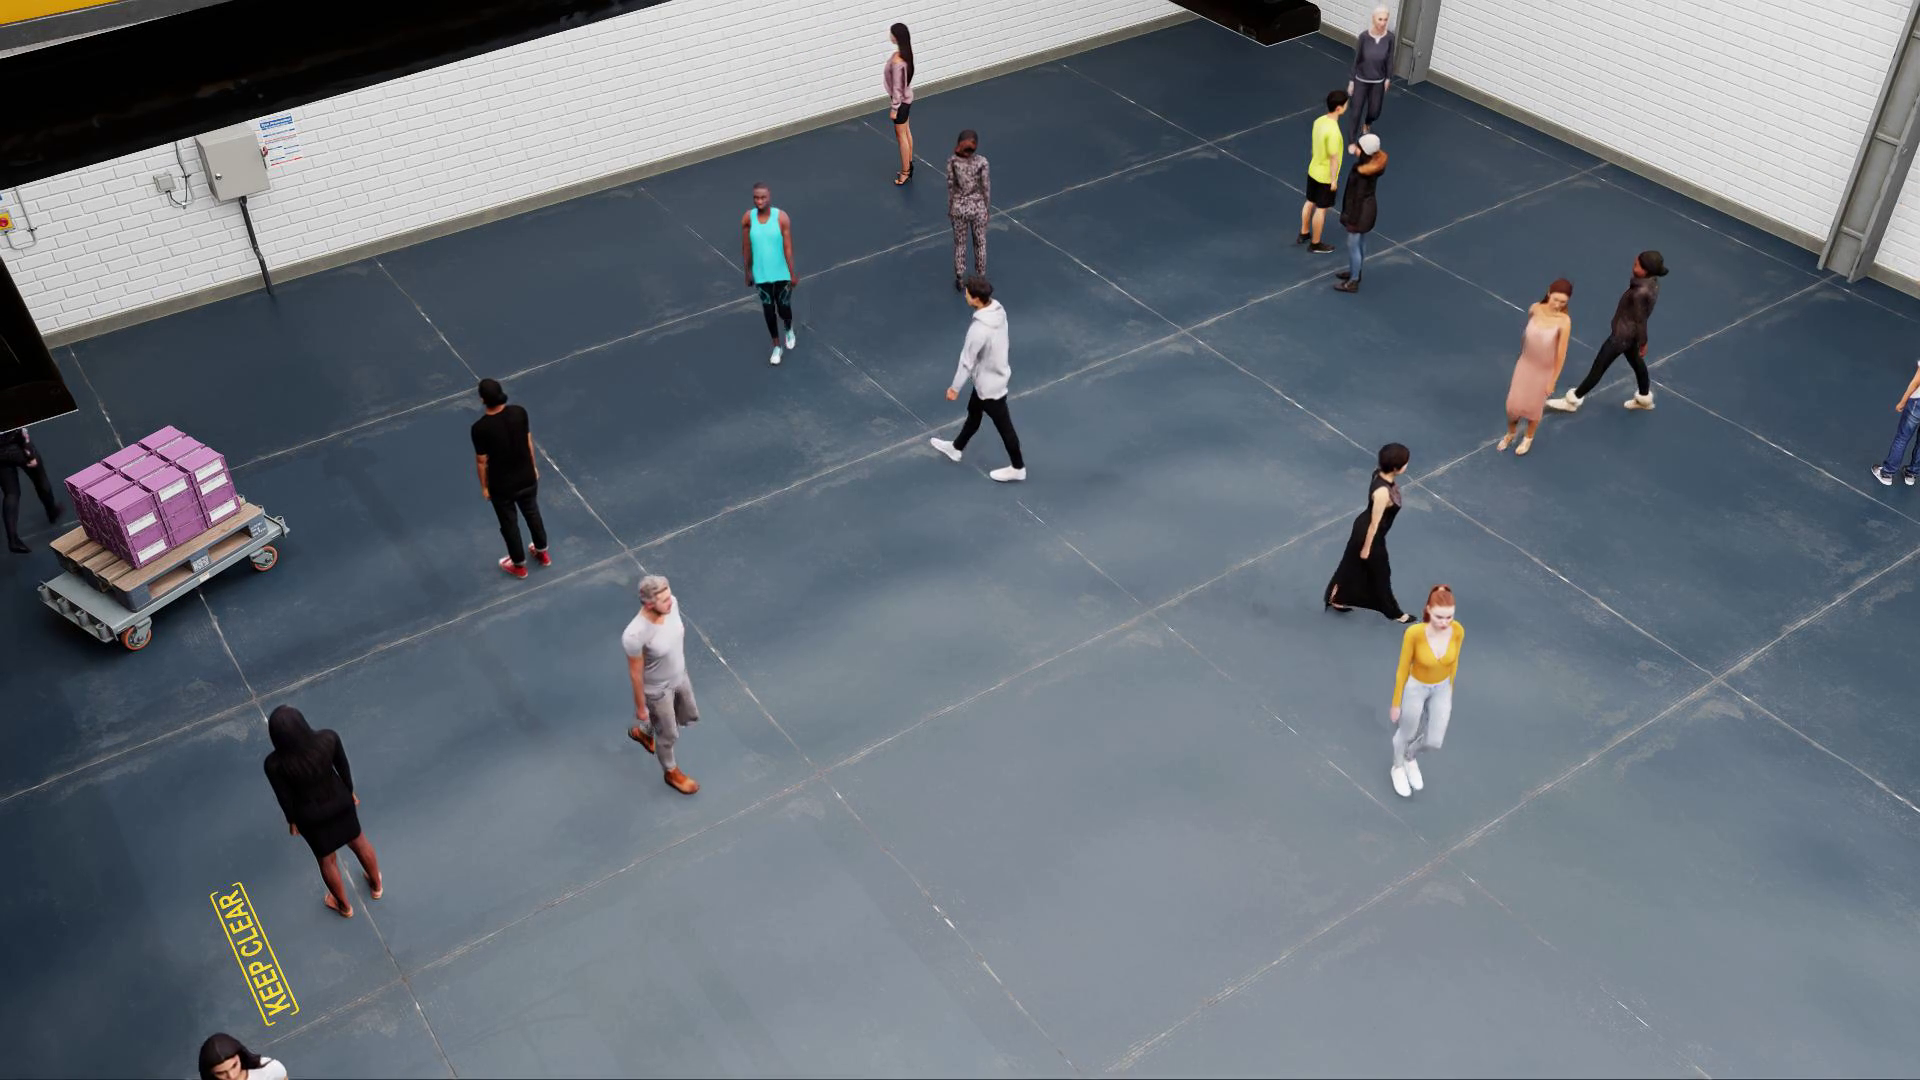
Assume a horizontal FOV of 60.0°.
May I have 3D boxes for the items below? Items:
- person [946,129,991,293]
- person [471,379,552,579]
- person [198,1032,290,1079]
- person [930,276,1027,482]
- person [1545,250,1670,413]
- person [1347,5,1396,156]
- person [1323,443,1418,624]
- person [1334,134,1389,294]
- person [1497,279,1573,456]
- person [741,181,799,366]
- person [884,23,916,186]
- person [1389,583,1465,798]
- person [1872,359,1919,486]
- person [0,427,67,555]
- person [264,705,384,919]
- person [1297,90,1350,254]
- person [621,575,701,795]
[{"bbox_3d":[0.082,-3.226,16.297,0.678,1.713,0.733,4,39,5],"label":"person"},{"bbox_3d":[-3.466,-0.479,12.823,0.640,1.755,0.574,-29,47,-32],"label":"person"},{"bbox_3d":[-3.573,3.026,8.453,0.731,1.732,1.149,-31,48,-33],"label":"person"},{"bbox_3d":[0.344,-1.286,13.738,1.238,1.876,1.125,7,39,9],"label":"person"},{"bbox_3d":[5.709,-1.836,14.601,1.221,1.657,0.987,25,45,28],"label":"person"},{"bbox_3d":[4.624,-5.253,18.837,0.838,1.711,0.899,4,39,5],"label":"person"},{"bbox_3d":[2.979,-0.043,12.425,1.003,1.572,0.962,5,39,6],"label":"person"},{"bbox_3d":[3.943,-3.221,16.355,0.768,1.631,0.729,12,40,14],"label":"person"},{"bbox_3d":[4.895,-1.463,14.022,0.722,1.797,0.656,-23,44,-26],"label":"person"},{"bbox_3d":[-1.707,-2.492,15.309,0.813,1.800,0.872,6,39,7],"label":"person"},{"bbox_3d":[-0.630,-4.753,18.131,0.741,1.811,0.685,7,39,9],"label":"person"},{"bbox_3d":[3.040,0.957,11.038,0.702,1.739,0.722,-5,39,-6],"label":"person"},{"bbox_3d":[8.033,-1.151,13.819,0.622,1.563,0.668,2,39,3],"label":"person"},{"bbox_3d":[-7.512,-0.639,13.104,0.935,1.654,1.124,-2,39,-3],"label":"person"},{"bbox_3d":[-3.904,1.645,10.192,0.627,1.720,0.537,-28,47,-31],"label":"person"},{"bbox_3d":[3.710,-3.770,16.983,0.743,1.708,0.566,-11,40,-13],"label":"person"},{"bbox_3d":[-2.052,0.916,11.034,1.006,1.808,0.921,18,42,21],"label":"person"}]
